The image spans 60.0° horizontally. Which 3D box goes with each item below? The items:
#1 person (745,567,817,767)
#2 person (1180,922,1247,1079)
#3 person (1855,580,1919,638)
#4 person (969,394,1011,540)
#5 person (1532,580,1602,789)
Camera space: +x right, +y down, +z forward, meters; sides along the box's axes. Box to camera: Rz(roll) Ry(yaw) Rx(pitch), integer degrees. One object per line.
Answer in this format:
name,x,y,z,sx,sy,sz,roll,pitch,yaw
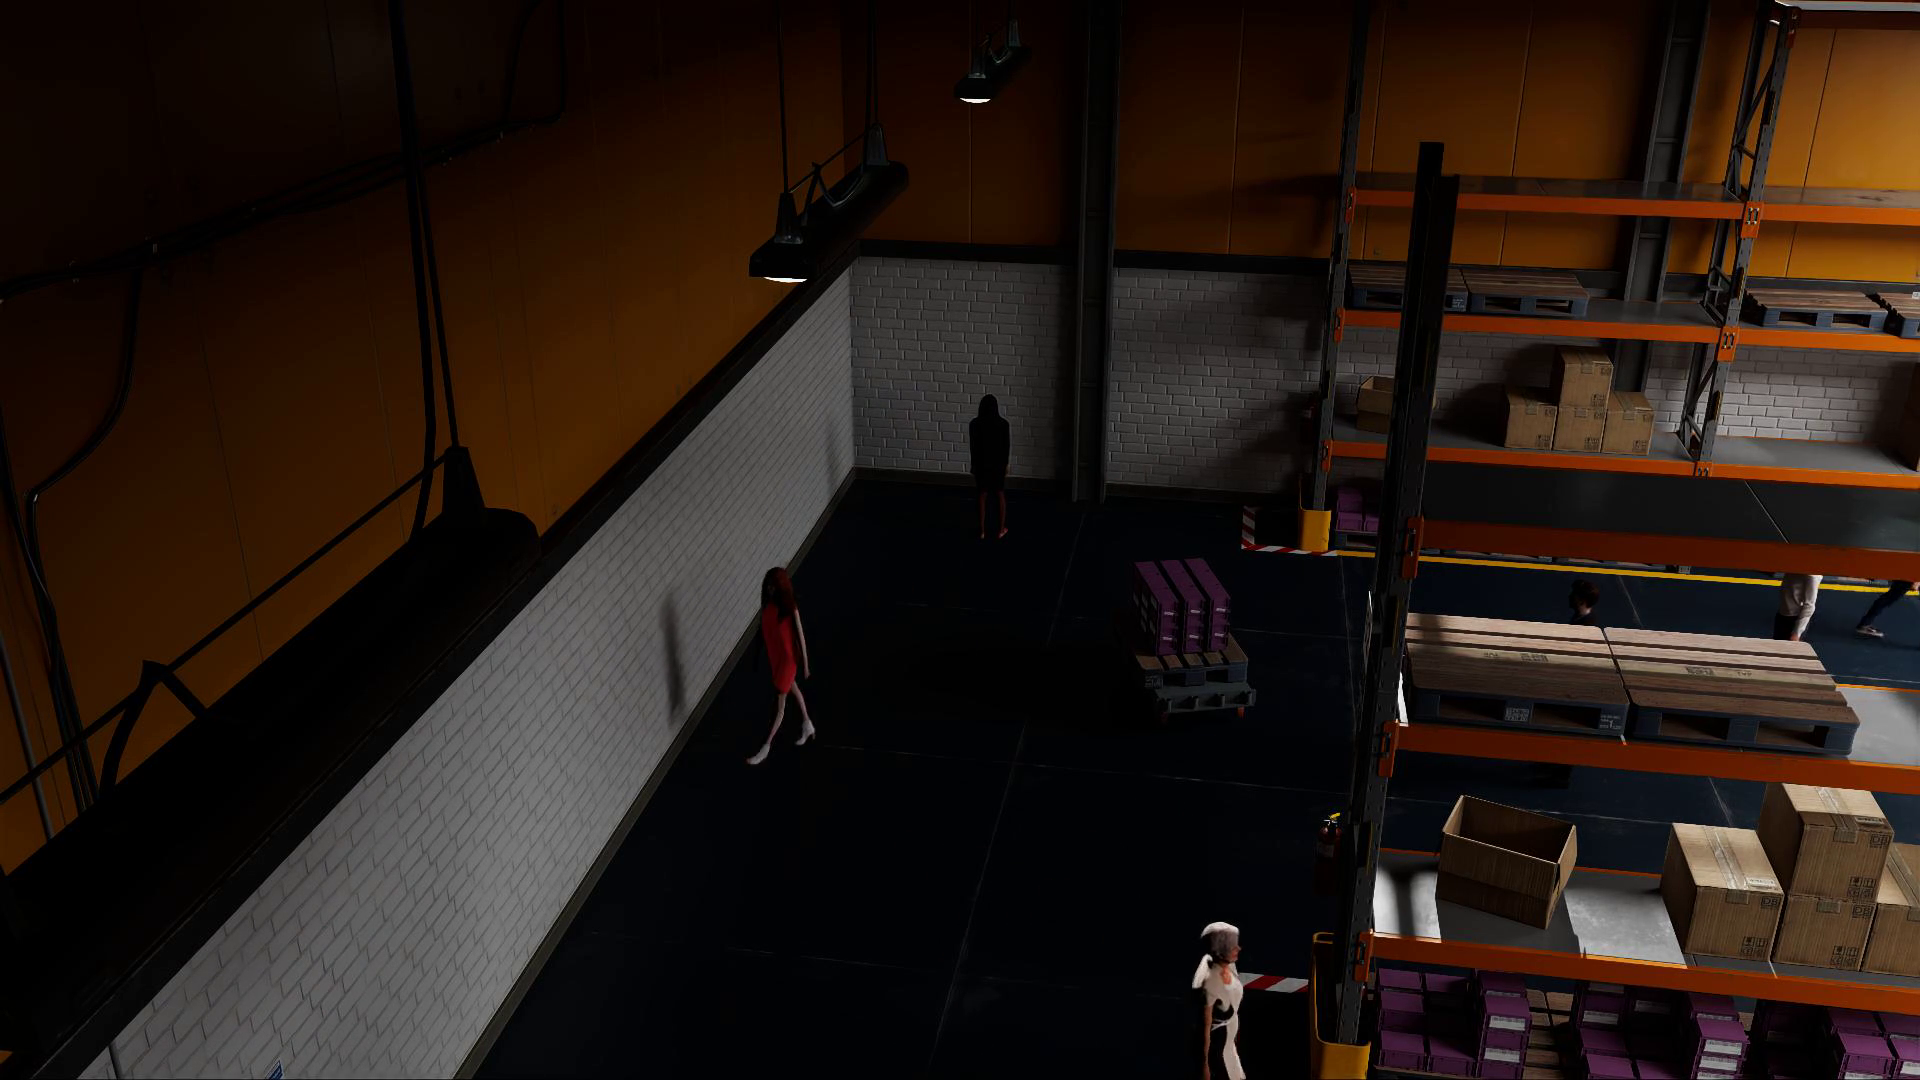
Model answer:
person,-1.467,1.051,14.563,1.079,1.792,1.092,-21,31,-39
person,1.436,3.033,10.094,0.916,1.741,0.750,11,26,23
person,9.410,0.284,16.480,1.139,1.663,0.645,5,24,11
person,0.338,-0.850,19.003,0.500,1.719,0.701,1,24,2
person,5.190,1.209,14.076,0.664,1.893,0.741,9,25,20
